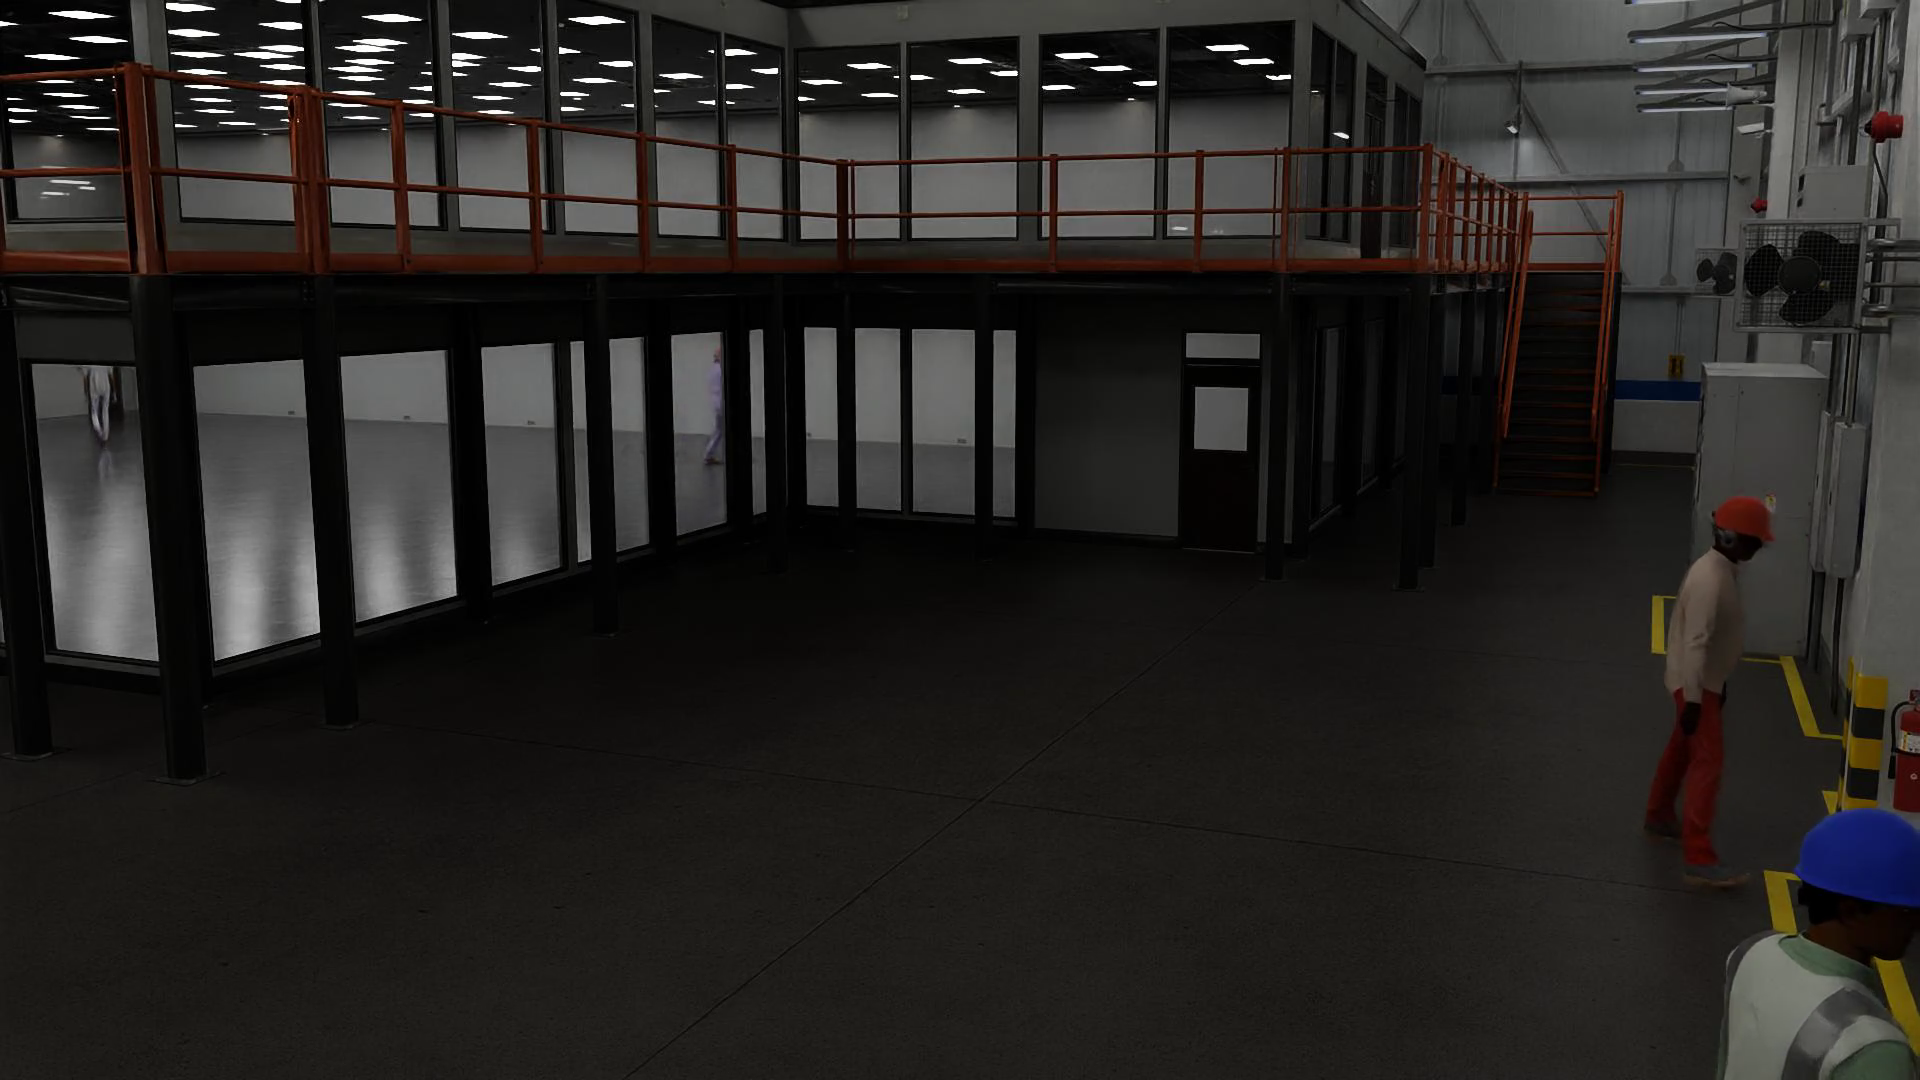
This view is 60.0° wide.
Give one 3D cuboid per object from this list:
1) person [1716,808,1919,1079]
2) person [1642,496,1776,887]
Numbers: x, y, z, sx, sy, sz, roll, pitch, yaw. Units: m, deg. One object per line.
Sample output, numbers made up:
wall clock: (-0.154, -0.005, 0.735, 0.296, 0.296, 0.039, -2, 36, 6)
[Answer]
person: (1.836, 1.517, 3.594, 0.403, 1.944, 0.606, 0, 9, 0)
person: (3.812, 0.727, 8.476, 0.527, 1.959, 0.753, 5, 10, 28)
